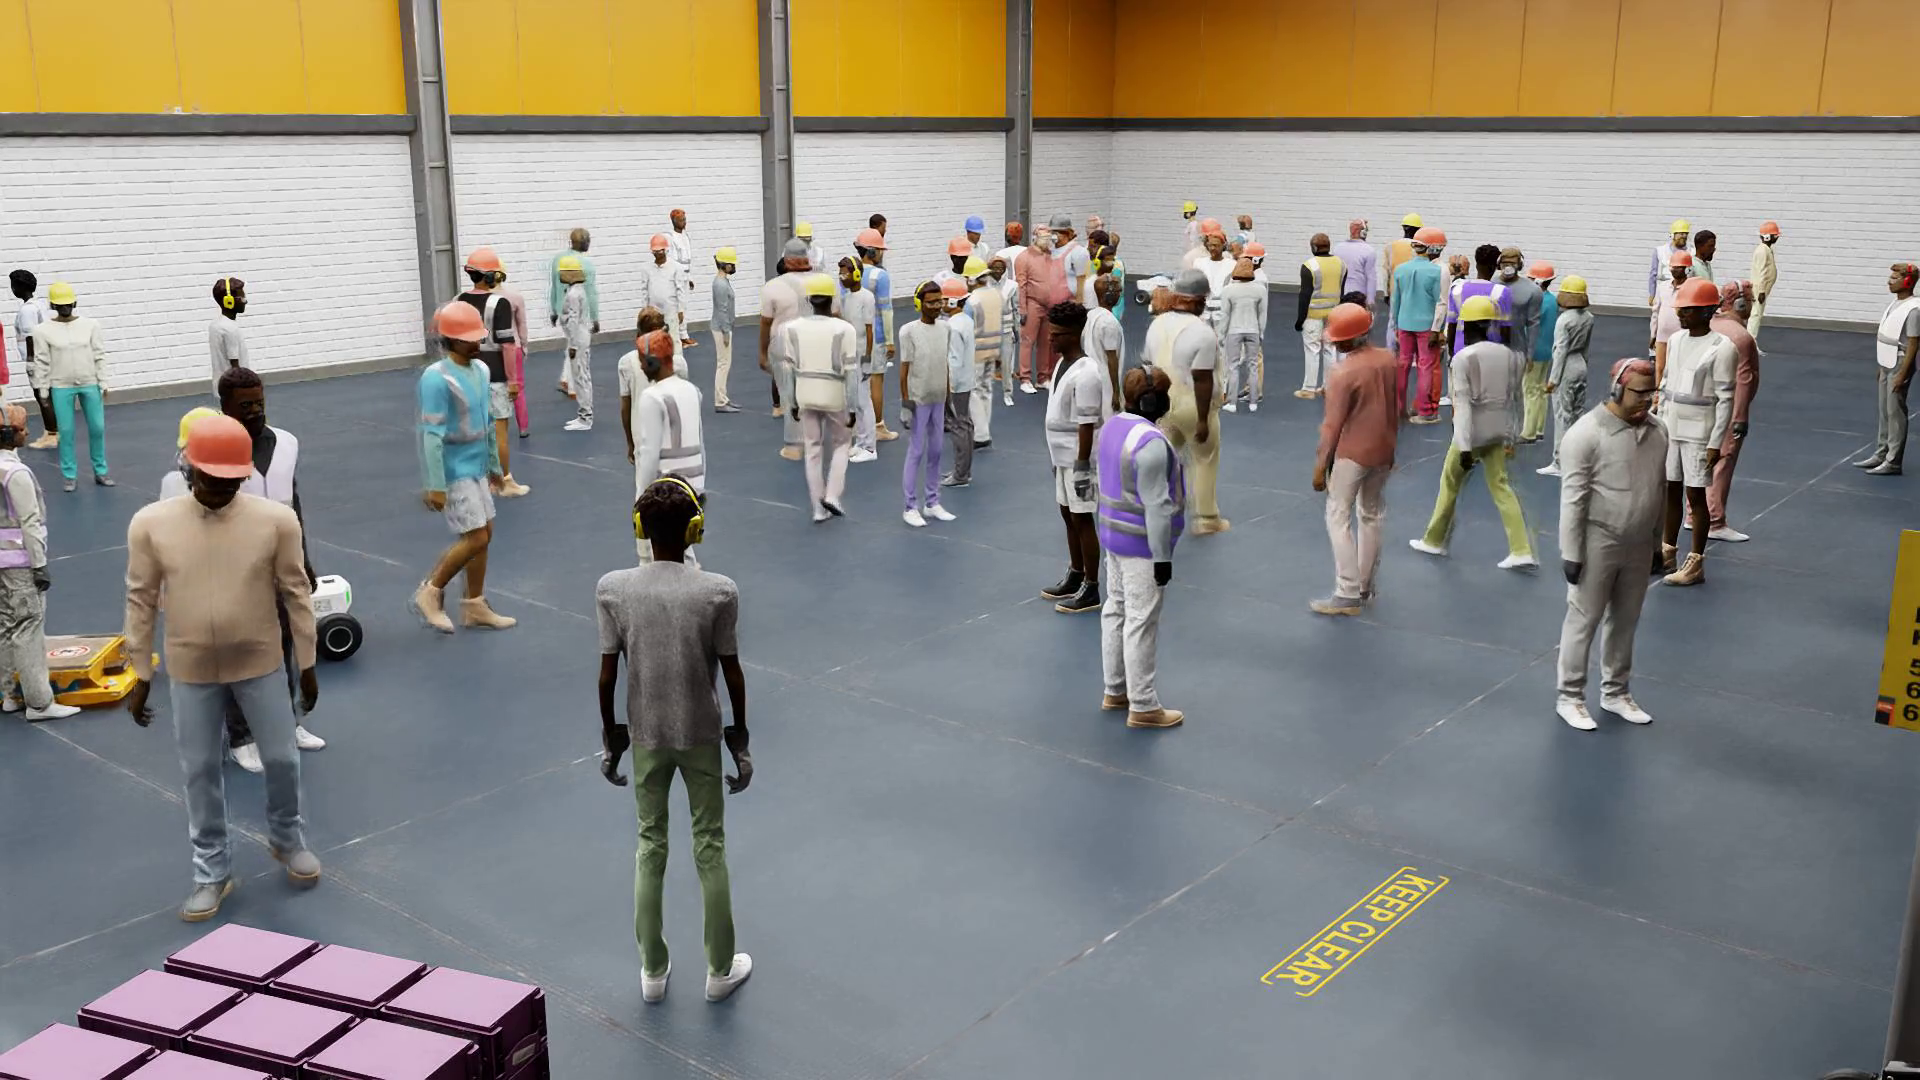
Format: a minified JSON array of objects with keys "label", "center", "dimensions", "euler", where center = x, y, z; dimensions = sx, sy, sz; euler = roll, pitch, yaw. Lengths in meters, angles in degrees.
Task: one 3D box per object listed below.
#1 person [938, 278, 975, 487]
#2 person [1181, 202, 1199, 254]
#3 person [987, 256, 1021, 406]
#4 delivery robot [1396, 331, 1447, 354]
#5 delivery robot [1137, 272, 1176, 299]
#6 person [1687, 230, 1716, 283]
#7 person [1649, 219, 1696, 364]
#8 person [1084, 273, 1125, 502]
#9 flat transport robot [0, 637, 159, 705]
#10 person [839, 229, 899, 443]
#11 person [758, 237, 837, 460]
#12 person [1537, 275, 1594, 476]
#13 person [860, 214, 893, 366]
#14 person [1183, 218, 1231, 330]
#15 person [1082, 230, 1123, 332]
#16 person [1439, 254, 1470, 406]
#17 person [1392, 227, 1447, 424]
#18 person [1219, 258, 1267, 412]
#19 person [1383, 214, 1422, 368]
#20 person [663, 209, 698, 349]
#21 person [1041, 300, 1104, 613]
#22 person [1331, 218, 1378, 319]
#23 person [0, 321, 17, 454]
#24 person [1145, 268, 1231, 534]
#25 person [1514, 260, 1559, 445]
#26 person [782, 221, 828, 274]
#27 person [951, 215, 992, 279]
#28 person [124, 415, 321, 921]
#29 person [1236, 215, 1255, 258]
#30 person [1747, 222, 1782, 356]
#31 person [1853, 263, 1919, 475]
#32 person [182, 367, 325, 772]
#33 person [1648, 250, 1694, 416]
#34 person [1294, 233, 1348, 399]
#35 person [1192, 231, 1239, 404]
[{"label":"person","center":[-0.049,-1.327,14.056],"dimensions":[0.327,1.753,0.563],"euler":[3,14,10]},{"label":"person","center":[3.822,-4.740,27.694],"dimensions":[0.339,1.761,0.524],"euler":[0,14,2]},{"label":"person","center":[0.396,-2.259,18.036],"dimensions":[0.520,1.632,0.315],"euler":[-1,14,-3]},{"label":"delivery robot","center":[5.951,-2.613,21.438],"dimensions":[0.707,0.478,0.477],"euler":[13,19,43]},{"label":"delivery robot","center":[3.366,-4.277,28.088],"dimensions":[0.707,0.478,0.477],"euler":[7,16,27]},{"label":"person","center":[7.844,-2.346,17.799],"dimensions":[0.392,1.919,0.593],"euler":[12,18,39]},{"label":"person","center":[9.067,-3.144,21.152],"dimensions":[0.590,1.837,0.404],"euler":[3,14,13]},{"label":"person","center":[1.178,-1.235,13.507],"dimensions":[0.346,1.847,0.505],"euler":[-5,15,-19]},{"label":"flat transport robot","center":[-5.166,0.709,8.927],"dimensions":[1.431,0.197,0.652],"euler":[-2,14,-9]},{"label":"person","center":[-0.865,-1.959,16.007],"dimensions":[0.605,2.038,0.385],"euler":[11,18,36]},{"label":"person","center":[-1.510,-1.752,15.175],"dimensions":[0.682,2.000,0.535],"euler":[-8,16,-29]},{"label":"person","center":[5.283,-1.429,14.487],"dimensions":[0.484,1.745,0.297],"euler":[-11,18,-37]},{"label":"person","center":[-1.106,-3.154,21.045],"dimensions":[0.393,1.911,0.590],"euler":[-5,15,-20]},{"label":"person","center":[2.803,-2.661,18.929],"dimensions":[0.639,1.984,0.553],"euler":[-5,15,-21]},{"label":"person","center":[1.526,-2.356,17.841],"dimensions":[0.371,1.915,0.597],"euler":[-8,16,-28]},{"label":"person","center":[5.388,-2.279,18.093],"dimensions":[0.306,1.640,0.522],"euler":[6,15,23]},{"label":"person","center":[4.697,-2.185,16.999],"dimensions":[0.376,1.995,0.612],"euler":[-13,19,-41]},{"label":"person","center":[3.002,-2.178,17.701],"dimensions":[0.500,1.634,0.286],"euler":[-1,14,-4]},{"label":"person","center":[5.606,-3.132,20.934],"dimensions":[0.590,1.920,0.390],"euler":[13,19,41]},{"label":"person","center":[-3.836,-3.577,22.790],"dimensions":[0.356,1.882,0.574],"euler":[5,15,20]},{"label":"person","center":[0.709,-0.526,10.456],"dimensions":[0.384,1.957,0.602],"euler":[-3,14,-13]},{"label":"person","center":[4.767,-2.912,20.082],"dimensions":[0.400,1.910,0.643],"euler":[-11,18,-37]},{"label":"person","center":[-8.445,-1.402,14.391],"dimensions":[0.574,1.740,0.355],"euler":[12,19,40]},{"label":"person","center":[1.606,-1.011,12.214],"dimensions":[0.914,2.000,0.684],"euler":[-10,17,-34]},{"label":"person","center":[5.483,-1.785,15.878],"dimensions":[0.318,1.756,0.563],"euler":[11,18,37]},{"label":"person","center":[-1.933,-3.061,20.828],"dimensions":[0.595,1.831,0.403],"euler":[-4,15,-14]},{"label":"person","center":[0.156,-2.988,20.339],"dimensions":[0.618,1.933,0.419],"euler":[-13,19,-42]},{"label":"person","center":[-2.833,0.479,6.429],"dimensions":[0.682,1.962,0.545],"euler":[-5,15,-19]},{"label":"person","center":[4.449,-4.248,25.986],"dimensions":[0.316,1.630,0.517],"euler":[8,16,29]},{"label":"person","center":[10.658,-3.337,22.082],"dimensions":[0.323,1.755,0.563],"euler":[7,15,25]},{"label":"person","center":[8.166,-1.483,14.489],"dimensions":[0.389,1.848,0.563],"euler":[3,14,12]},{"label":"person","center":[-3.359,0.126,7.927],"dimensions":[0.381,1.914,0.606],"euler":[8,16,28]},{"label":"person","center":[7.368,-2.110,17.180],"dimensions":[0.333,1.753,0.573],"euler":[-9,16,-31]},{"label":"person","center":[3.992,-2.490,18.544],"dimensions":[0.621,1.837,0.429],"euler":[-8,16,-28]},{"label":"person","center":[2.777,-2.435,18.227],"dimensions":[0.576,1.883,0.355],"euler":[6,15,22]}]
